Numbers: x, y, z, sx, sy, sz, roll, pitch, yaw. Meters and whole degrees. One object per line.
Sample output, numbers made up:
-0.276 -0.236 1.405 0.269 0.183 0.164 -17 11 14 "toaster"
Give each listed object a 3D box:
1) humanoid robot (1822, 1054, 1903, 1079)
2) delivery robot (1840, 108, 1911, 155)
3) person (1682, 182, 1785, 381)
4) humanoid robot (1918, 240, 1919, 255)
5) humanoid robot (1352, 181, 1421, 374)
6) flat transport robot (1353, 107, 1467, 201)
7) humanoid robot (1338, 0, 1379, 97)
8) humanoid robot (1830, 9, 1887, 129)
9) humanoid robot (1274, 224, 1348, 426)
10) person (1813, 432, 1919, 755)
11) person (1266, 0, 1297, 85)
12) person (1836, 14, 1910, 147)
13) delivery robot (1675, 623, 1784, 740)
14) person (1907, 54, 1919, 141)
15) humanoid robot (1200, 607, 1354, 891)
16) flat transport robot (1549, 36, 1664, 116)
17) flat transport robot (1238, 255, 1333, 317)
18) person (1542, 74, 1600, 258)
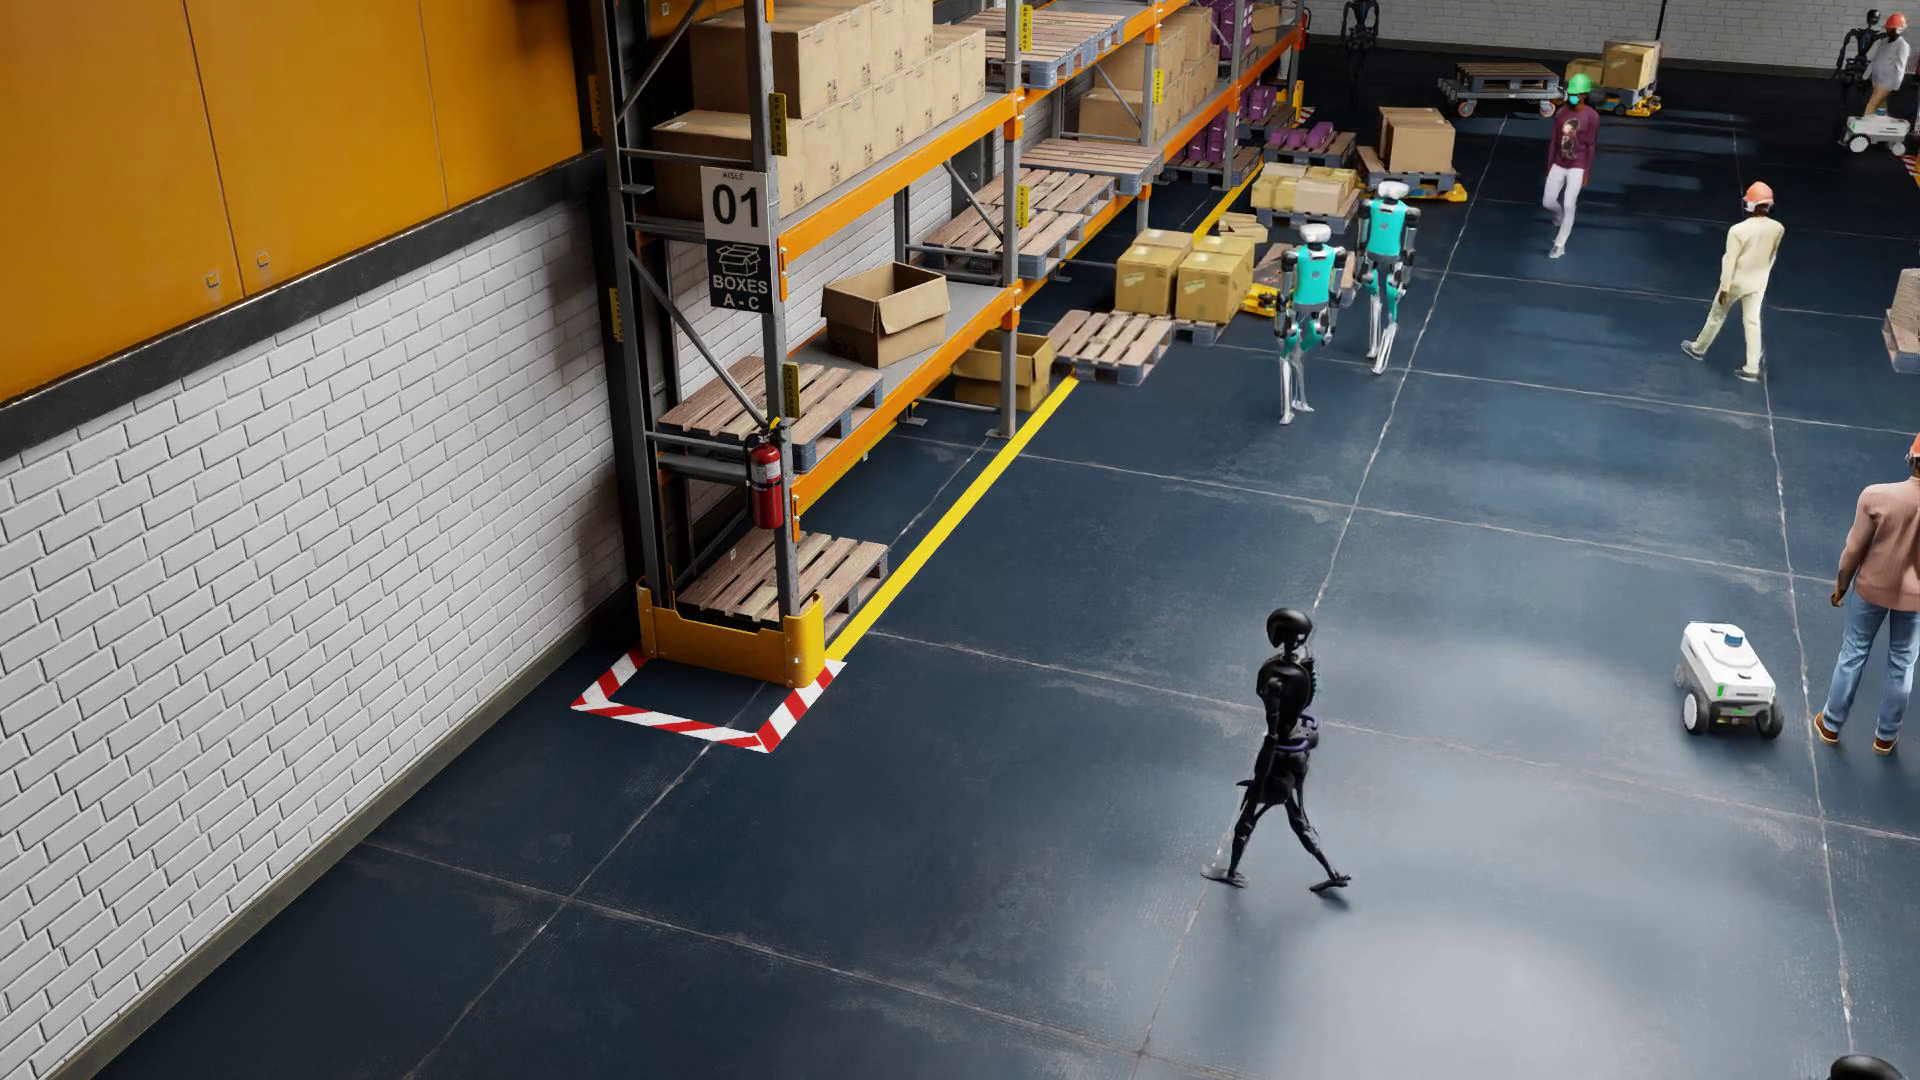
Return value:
2.828 2.351 5.660 0.356 1.645 0.603 6 28 12 "humanoid robot"
12.010 -5.359 21.835 0.779 0.597 0.499 7 28 12 "delivery robot"
6.887 -2.302 14.645 0.586 1.696 0.914 -6 28 -12 "person"
9.238 -2.839 15.509 0.533 1.677 0.735 12 30 23 "humanoid robot"
3.779 -2.355 14.720 0.560 1.742 0.953 15 31 26 "humanoid robot"
5.324 -4.267 20.028 1.431 0.231 0.659 2 27 4 "flat transport robot"
5.926 -7.399 24.568 0.589 1.638 0.493 -1 27 -3 "humanoid robot"
12.182 -6.350 22.588 0.596 1.639 0.746 15 31 27 "humanoid robot"
2.763 -1.800 13.650 0.568 1.785 0.864 -4 28 -7 "humanoid robot"
5.240 0.280 9.326 0.622 1.991 0.394 11 29 21 "person"
4.923 -7.922 25.297 0.376 1.939 0.627 8 28 15 "person"
12.045 -6.022 21.850 0.759 1.715 0.580 1 27 1 "person"
4.540 0.809 9.867 0.499 0.592 0.795 2 27 4 "delivery robot"
13.008 -6.199 22.111 0.584 1.802 0.687 -18 32 -30 "person"
1.624 1.072 8.187 0.744 1.640 0.609 13 30 23 "humanoid robot"
9.335 -6.367 24.100 1.431 0.231 0.659 18 32 31 "flat transport robot"
3.222 -2.570 16.735 0.659 0.231 1.431 21 34 35 "flat transport robot"
6.495 -3.991 17.682 0.503 1.937 0.544 21 34 35 "person"
